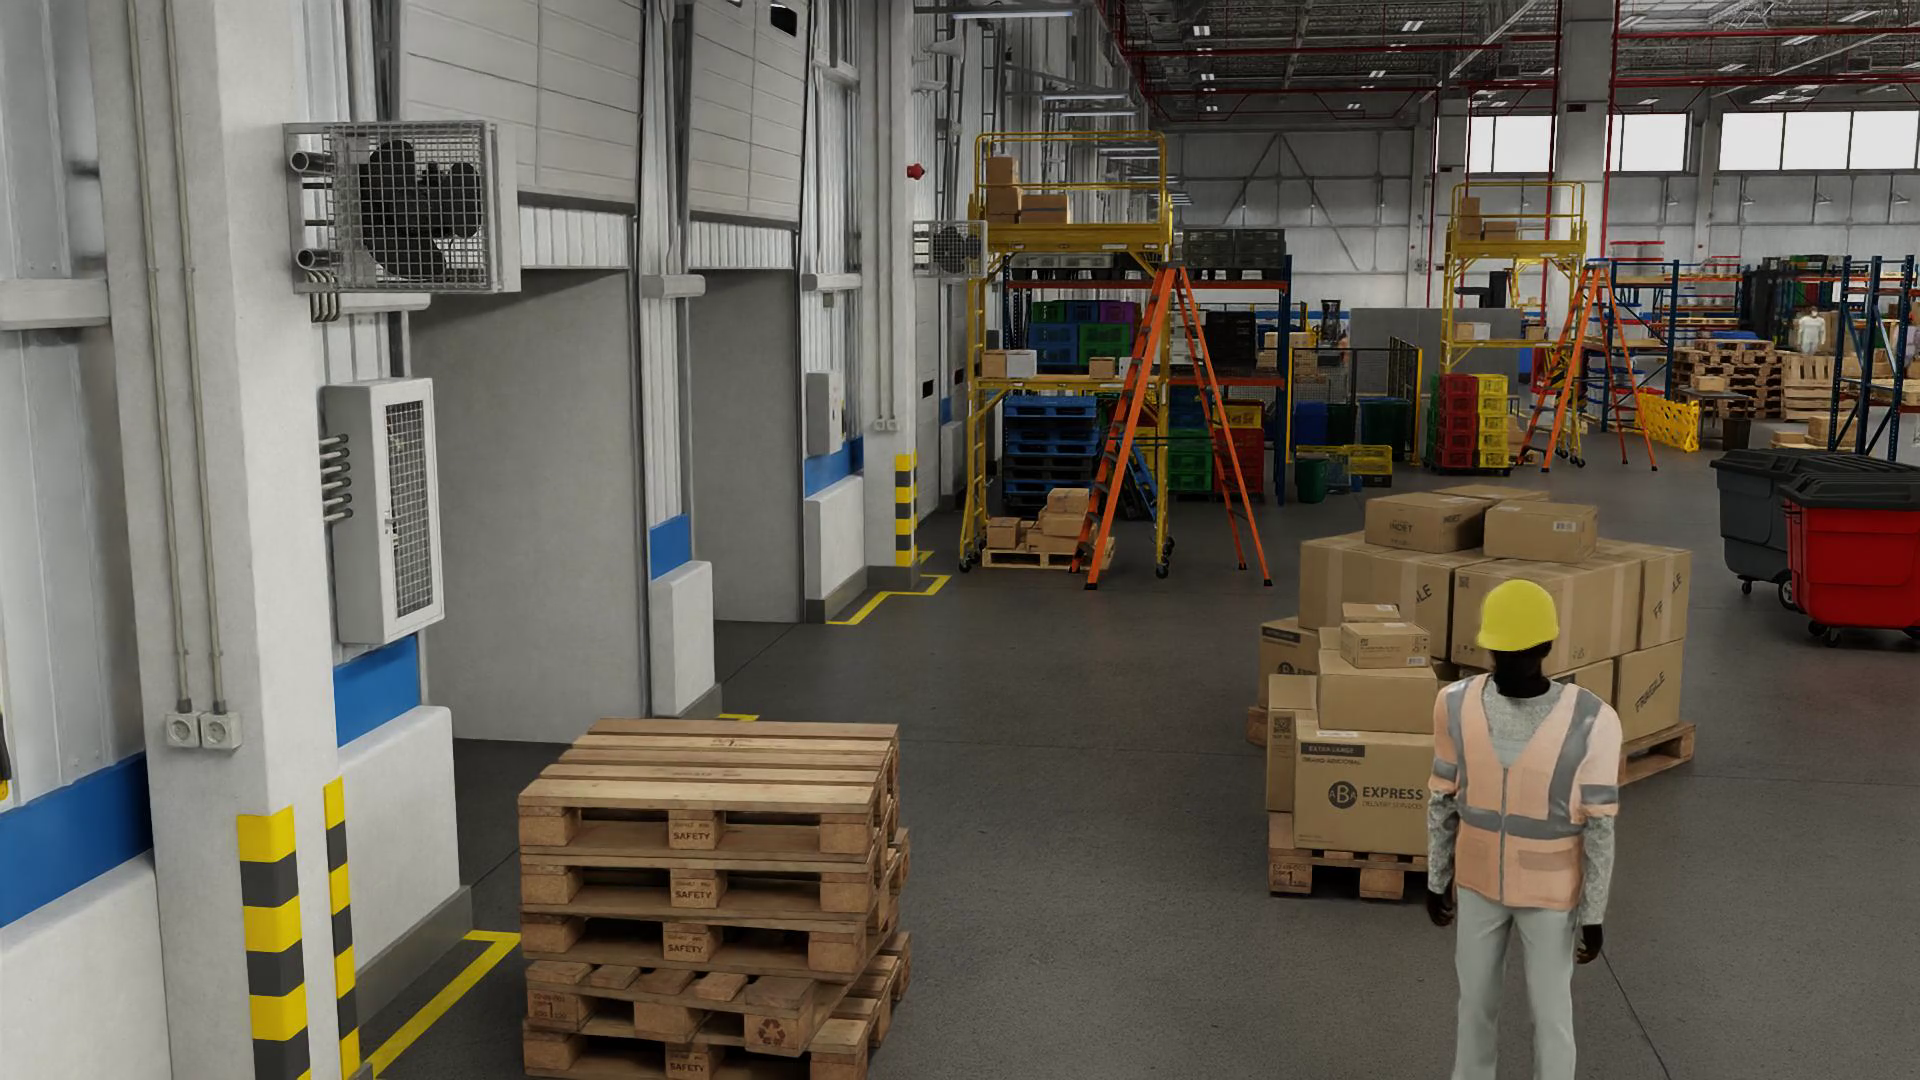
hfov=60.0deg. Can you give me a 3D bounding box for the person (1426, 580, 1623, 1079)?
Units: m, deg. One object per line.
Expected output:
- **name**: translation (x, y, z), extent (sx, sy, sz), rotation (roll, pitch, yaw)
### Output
- **person**: translation (1.723, 1.064, 5.170), extent (0.588, 1.918, 0.397), rotation (7, 12, 37)

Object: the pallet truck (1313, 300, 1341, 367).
- **pallet truck**: translation (11.159, -6.200, 49.718), extent (0.823, 1.965, 1.885), rotation (4, 10, 26)

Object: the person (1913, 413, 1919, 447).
- **person**: translation (15.640, -2.345, 26.764), extent (0.345, 1.736, 0.485), rotation (9, 13, 43)

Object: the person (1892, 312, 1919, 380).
- **person**: translation (21.815, -4.318, 38.371), extent (0.550, 1.922, 0.650), rotation (2, 9, 9)

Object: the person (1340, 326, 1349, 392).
- **person**: translation (8.694, -3.959, 36.898), extent (0.529, 1.670, 0.821), rotation (3, 10, 18)

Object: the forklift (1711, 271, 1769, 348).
- **forklift**: translation (22.820, -6.358, 47.980), extent (1.873, 2.768, 1.129), rotation (-1, 9, -5)

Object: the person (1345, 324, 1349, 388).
- **person**: translation (9.487, -4.572, 39.874), extent (0.547, 1.934, 0.376), rotation (-6, 11, -33)

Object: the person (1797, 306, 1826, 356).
- **person**: translation (22.568, -5.229, 44.045), extent (0.647, 1.887, 1.039), rotation (2, 9, 14)

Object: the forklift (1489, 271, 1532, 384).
- **forklift**: translation (13.422, -5.322, 41.591), extent (1.873, 2.768, 1.129), rotation (1, 9, 9)
